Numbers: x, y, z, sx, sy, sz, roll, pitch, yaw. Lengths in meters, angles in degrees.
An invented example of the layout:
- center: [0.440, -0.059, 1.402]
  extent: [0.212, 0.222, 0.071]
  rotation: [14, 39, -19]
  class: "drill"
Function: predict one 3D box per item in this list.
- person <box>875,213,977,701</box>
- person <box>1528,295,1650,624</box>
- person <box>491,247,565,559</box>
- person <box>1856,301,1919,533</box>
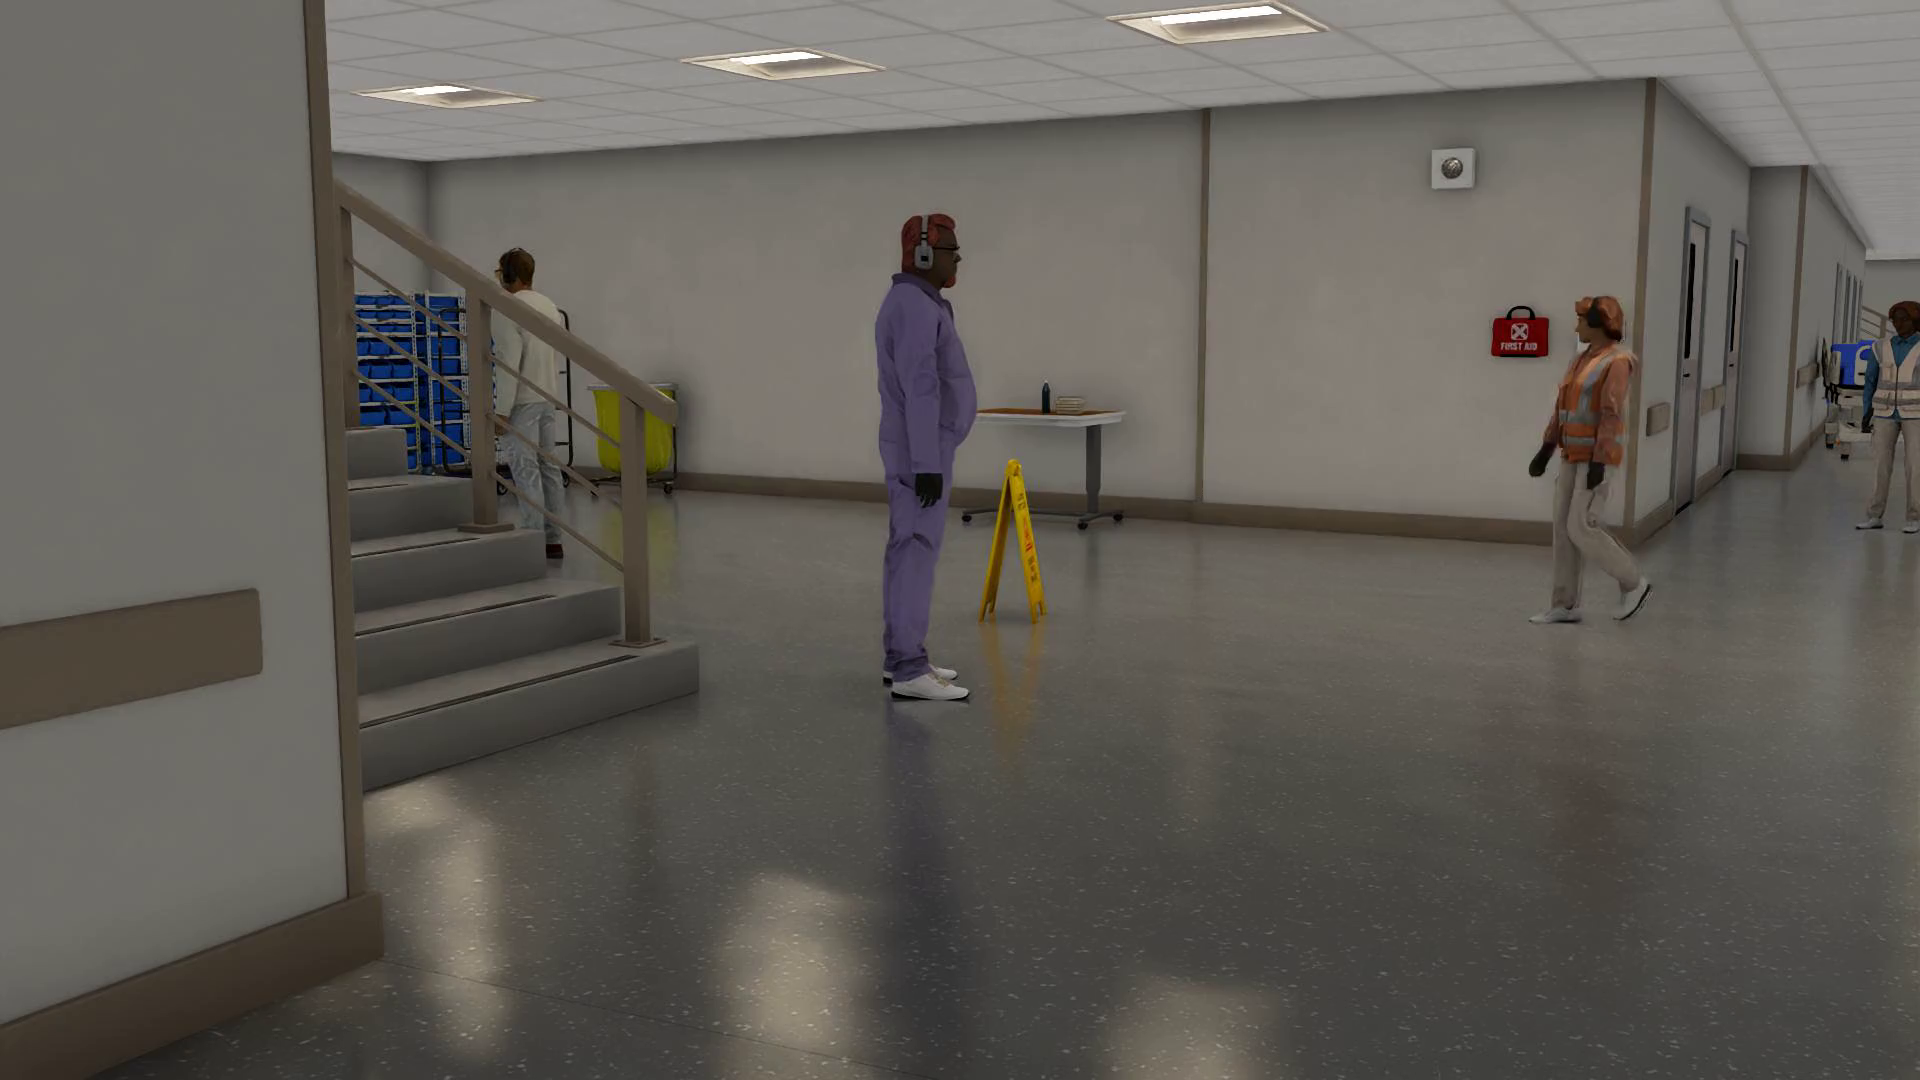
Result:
- center: [-0.131, -0.330, 6.609]
  extent: [0.401, 1.907, 0.648]
  rotation: [-1, 7, -6]
  class: "person"
- center: [3.050, -0.376, 8.074]
  extent: [0.475, 1.617, 0.539]
  rotation: [-1, 7, -5]
  class: "person"
- center: [-2.665, -0.815, 10.217]
  extent: [0.362, 1.938, 0.631]
  rotation: [2, 8, 17]
  class: "person"
- center: [6.658, -0.867, 11.764]
  extent: [0.311, 1.636, 0.523]
  rotation: [-6, 10, -40]
  class: "person"
